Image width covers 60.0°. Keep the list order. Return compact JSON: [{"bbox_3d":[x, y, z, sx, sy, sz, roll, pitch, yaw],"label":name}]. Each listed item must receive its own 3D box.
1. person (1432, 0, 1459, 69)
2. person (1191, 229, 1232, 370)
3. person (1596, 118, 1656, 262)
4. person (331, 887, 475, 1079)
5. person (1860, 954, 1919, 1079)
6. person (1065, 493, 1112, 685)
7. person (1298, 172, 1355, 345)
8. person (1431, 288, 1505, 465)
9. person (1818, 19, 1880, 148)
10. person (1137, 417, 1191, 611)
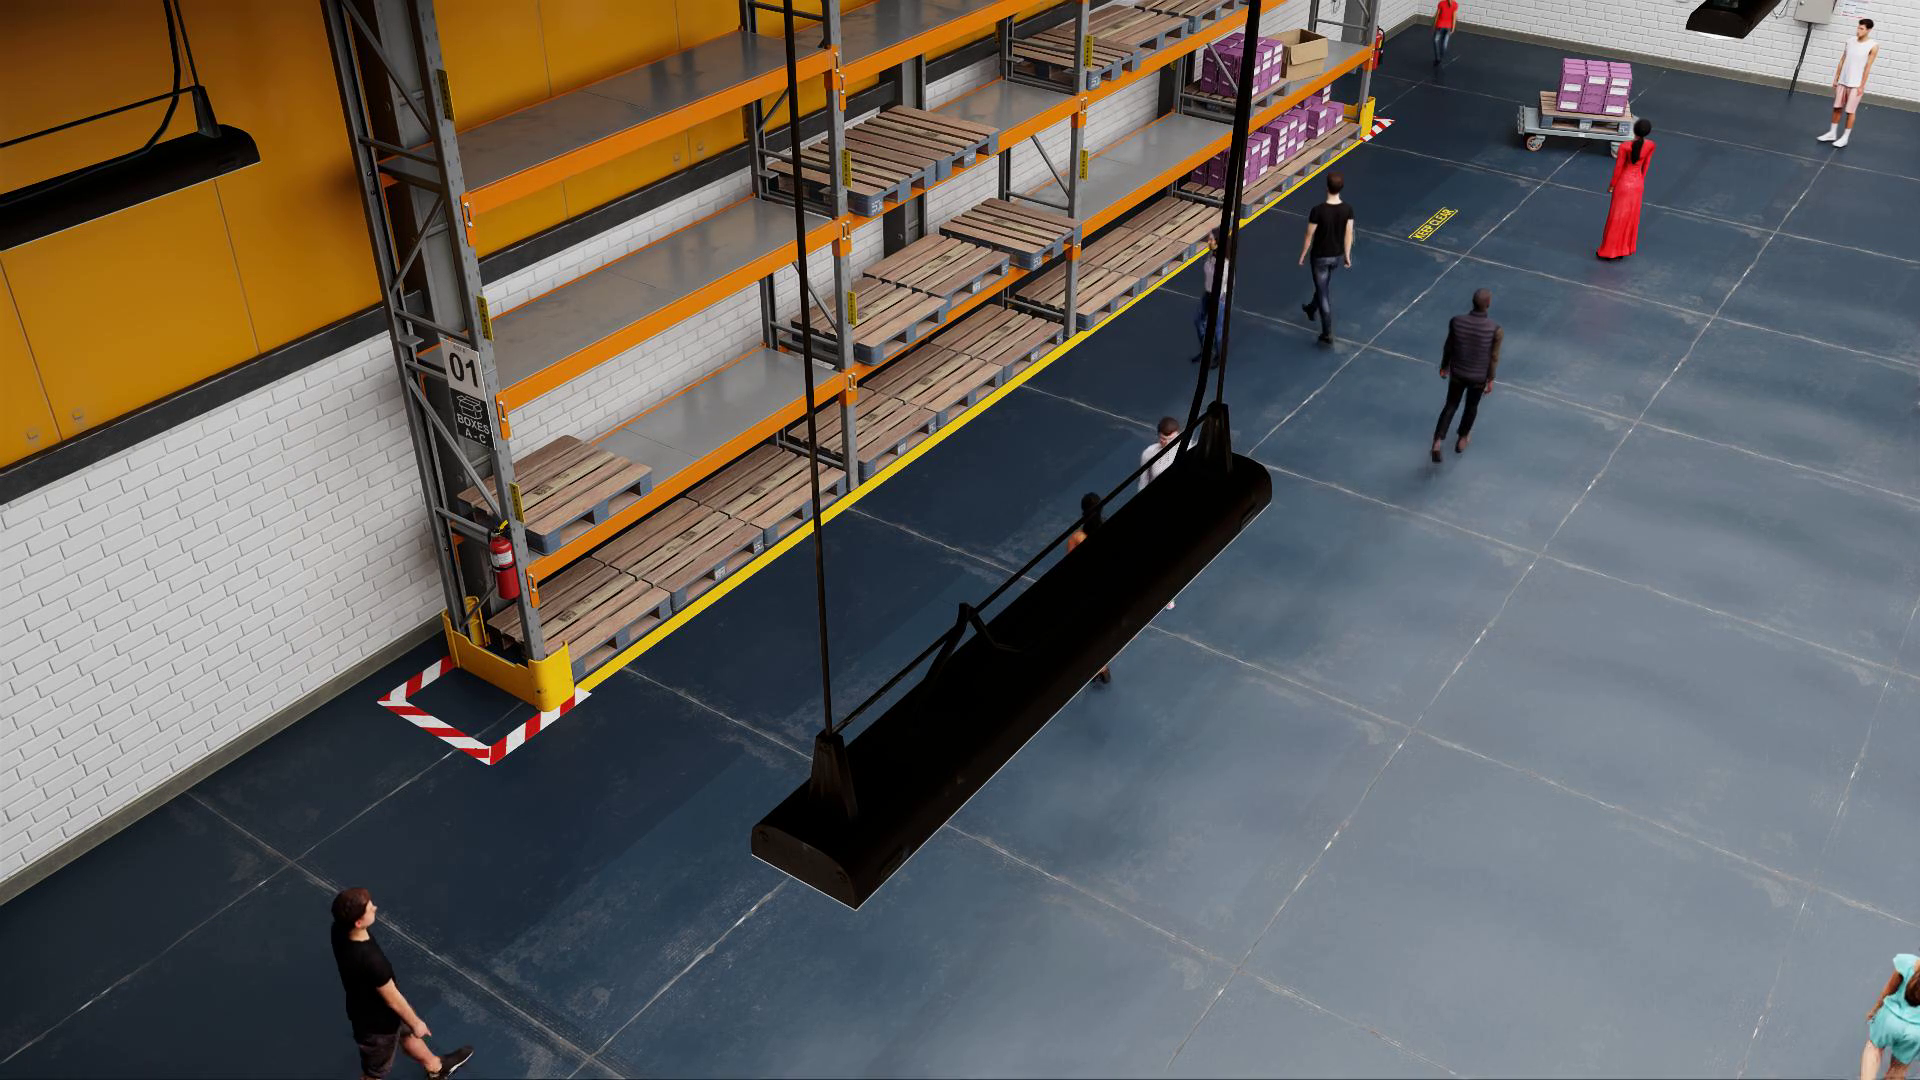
[{"bbox_3d":[7.693,-8.131,26.426,0.638,1.297,0.732,4,34,6],"label":"person"},{"bbox_3d":[2.811,-2.583,17.785,0.783,1.621,0.722,-5,34,-8],"label":"person"},{"bbox_3d":[8.089,-4.250,20.151,0.713,1.779,0.779,-7,34,-10],"label":"person"},{"bbox_3d":[-3.457,2.748,9.574,1.098,1.833,0.870,-23,40,-31],"label":"person"},{"bbox_3d":[5.490,2.847,9.681,0.593,1.550,0.736,25,41,33],"label":"person"},{"bbox_3d":[1.077,0.403,13.293,1.114,1.621,1.080,-10,35,-14],"label":"person"},{"bbox_3d":[4.059,-3.064,18.299,1.252,1.854,1.272,-7,34,-11],"label":"person"},{"bbox_3d":[4.873,-1.560,16.071,0.710,1.815,1.070,20,39,27],"label":"person"},{"bbox_3d":[12.617,-6.473,23.494,0.734,1.780,0.736,-16,37,-23],"label":"person"},{"bbox_3d":[1.750,-0.313,14.185,0.852,1.825,0.924,3,34,4],"label":"person"}]
